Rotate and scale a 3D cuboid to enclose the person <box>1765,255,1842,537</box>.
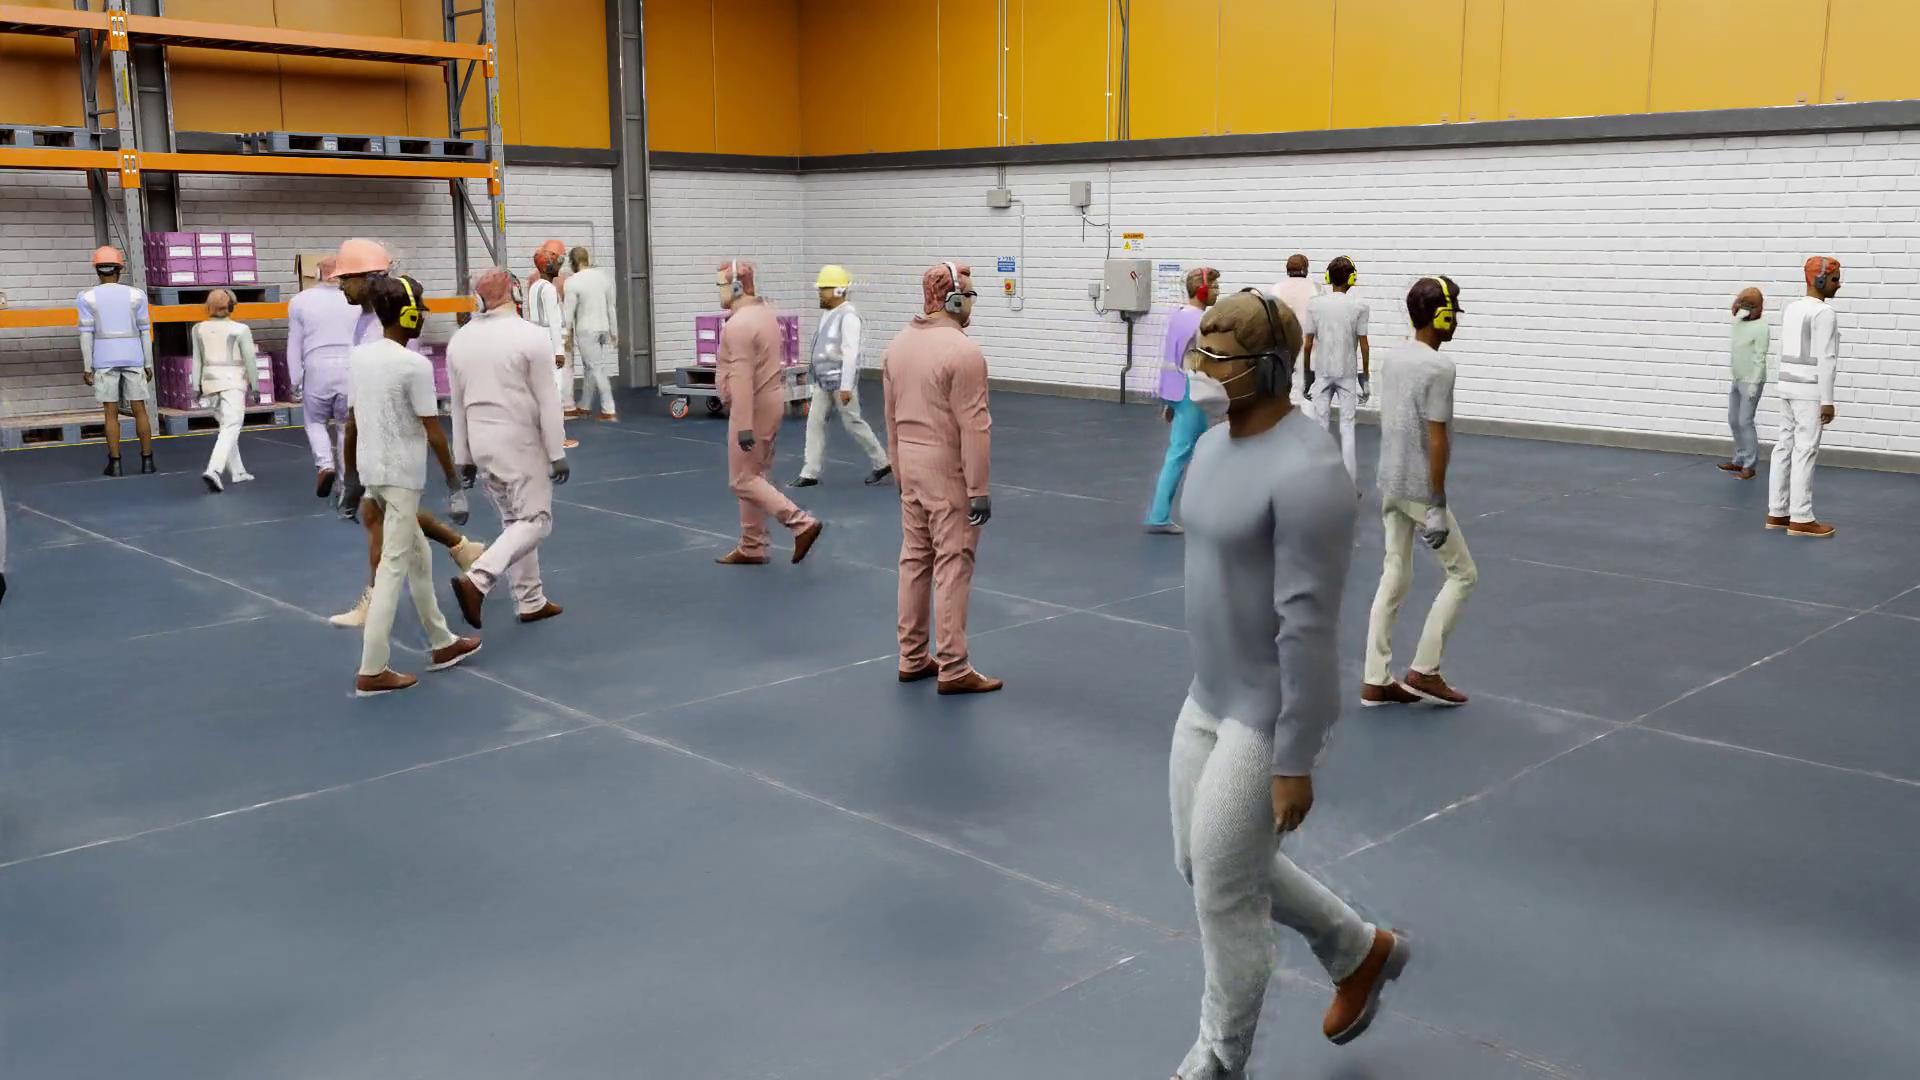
[{"bbox_3d":[5.736,-0.972,11.270,0.356,1.885,0.573,0,10,-2],"label":"person"}]

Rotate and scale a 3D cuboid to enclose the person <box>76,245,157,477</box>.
[{"bbox_3d":[-7.103,-1.503,14.018,0.543,1.939,0.371,-7,12,-33],"label":"person"}]

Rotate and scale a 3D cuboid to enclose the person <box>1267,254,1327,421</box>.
[{"bbox_3d":[3.317,-1.905,16.487,0.624,1.840,0.430,2,11,13],"label":"person"}]

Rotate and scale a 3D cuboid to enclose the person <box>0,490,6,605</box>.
[{"bbox_3d":[-3.668,0.105,5.634,0.881,1.801,0.643,4,11,23],"label":"person"}]

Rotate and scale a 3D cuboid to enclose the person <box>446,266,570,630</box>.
[{"bbox_3d":[-2.339,-0.452,8.480,0.646,1.869,0.747,6,12,31],"label":"person"}]

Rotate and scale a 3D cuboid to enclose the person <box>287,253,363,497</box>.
[{"bbox_3d":[-4.770,-1.233,12.684,0.662,1.885,0.450,-5,12,-26],"label":"person"}]

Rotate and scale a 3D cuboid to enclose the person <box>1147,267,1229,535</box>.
[{"bbox_3d":[1.683,-0.933,11.277,0.934,1.801,0.593,-2,11,-10],"label":"person"}]

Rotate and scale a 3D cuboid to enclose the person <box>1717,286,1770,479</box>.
[{"bbox_3d":[6.537,-1.308,13.853,0.406,1.604,0.609,-1,10,-3],"label":"person"}]

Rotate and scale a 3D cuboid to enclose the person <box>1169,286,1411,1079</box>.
[{"bbox_3d":[0.727,0.390,3.762,0.689,1.917,0.634,-3,11,-15],"label":"person"}]

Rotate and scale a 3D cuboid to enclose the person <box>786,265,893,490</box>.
[{"bbox_3d":[-0.930,-1.299,13.301,0.902,1.799,0.602,-6,12,-28],"label":"person"}]

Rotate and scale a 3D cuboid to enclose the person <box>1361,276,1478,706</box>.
[{"bbox_3d":[1.996,-0.191,7.102,0.590,1.848,0.556,-3,11,-18],"label":"person"}]

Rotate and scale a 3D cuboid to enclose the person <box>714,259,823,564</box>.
[{"bbox_3d":[-1.185,-0.746,10.051,0.642,1.886,0.660,2,11,9],"label":"person"}]

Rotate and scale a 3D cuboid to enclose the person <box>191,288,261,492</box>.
[{"bbox_3d":[-5.904,-1.202,13.302,0.529,1.608,0.810,2,11,10],"label":"person"}]

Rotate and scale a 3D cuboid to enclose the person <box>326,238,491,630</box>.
[{"bbox_3d":[-2.921,-0.568,8.742,0.879,2.016,0.609,-8,13,-38],"label":"person"}]

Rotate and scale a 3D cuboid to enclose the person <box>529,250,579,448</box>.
[{"bbox_3d":[-3.916,-1.820,15.899,0.356,1.884,0.574,-7,12,-32],"label":"person"}]

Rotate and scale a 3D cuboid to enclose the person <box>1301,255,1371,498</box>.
[{"bbox_3d":[2.886,-1.237,12.765,0.533,1.866,0.310,5,11,23],"label":"person"}]

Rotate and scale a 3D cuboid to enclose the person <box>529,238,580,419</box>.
[{"bbox_3d":[-4.387,-2.302,18.239,0.640,1.986,0.484,5,12,26],"label":"person"}]

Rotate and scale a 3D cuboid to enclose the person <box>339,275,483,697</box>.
[{"bbox_3d":[-2.424,-0.257,7.489,0.568,1.832,0.876,7,13,35],"label":"person"}]

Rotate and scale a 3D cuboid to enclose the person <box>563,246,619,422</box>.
[{"bbox_3d":[-4.114,-2.236,18.119,0.901,1.896,0.641,5,12,27],"label":"person"}]

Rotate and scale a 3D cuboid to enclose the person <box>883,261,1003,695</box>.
[{"bbox_3d":[-0.059,-0.274,7.405,0.401,1.907,0.646,-7,13,-35],"label":"person"}]
